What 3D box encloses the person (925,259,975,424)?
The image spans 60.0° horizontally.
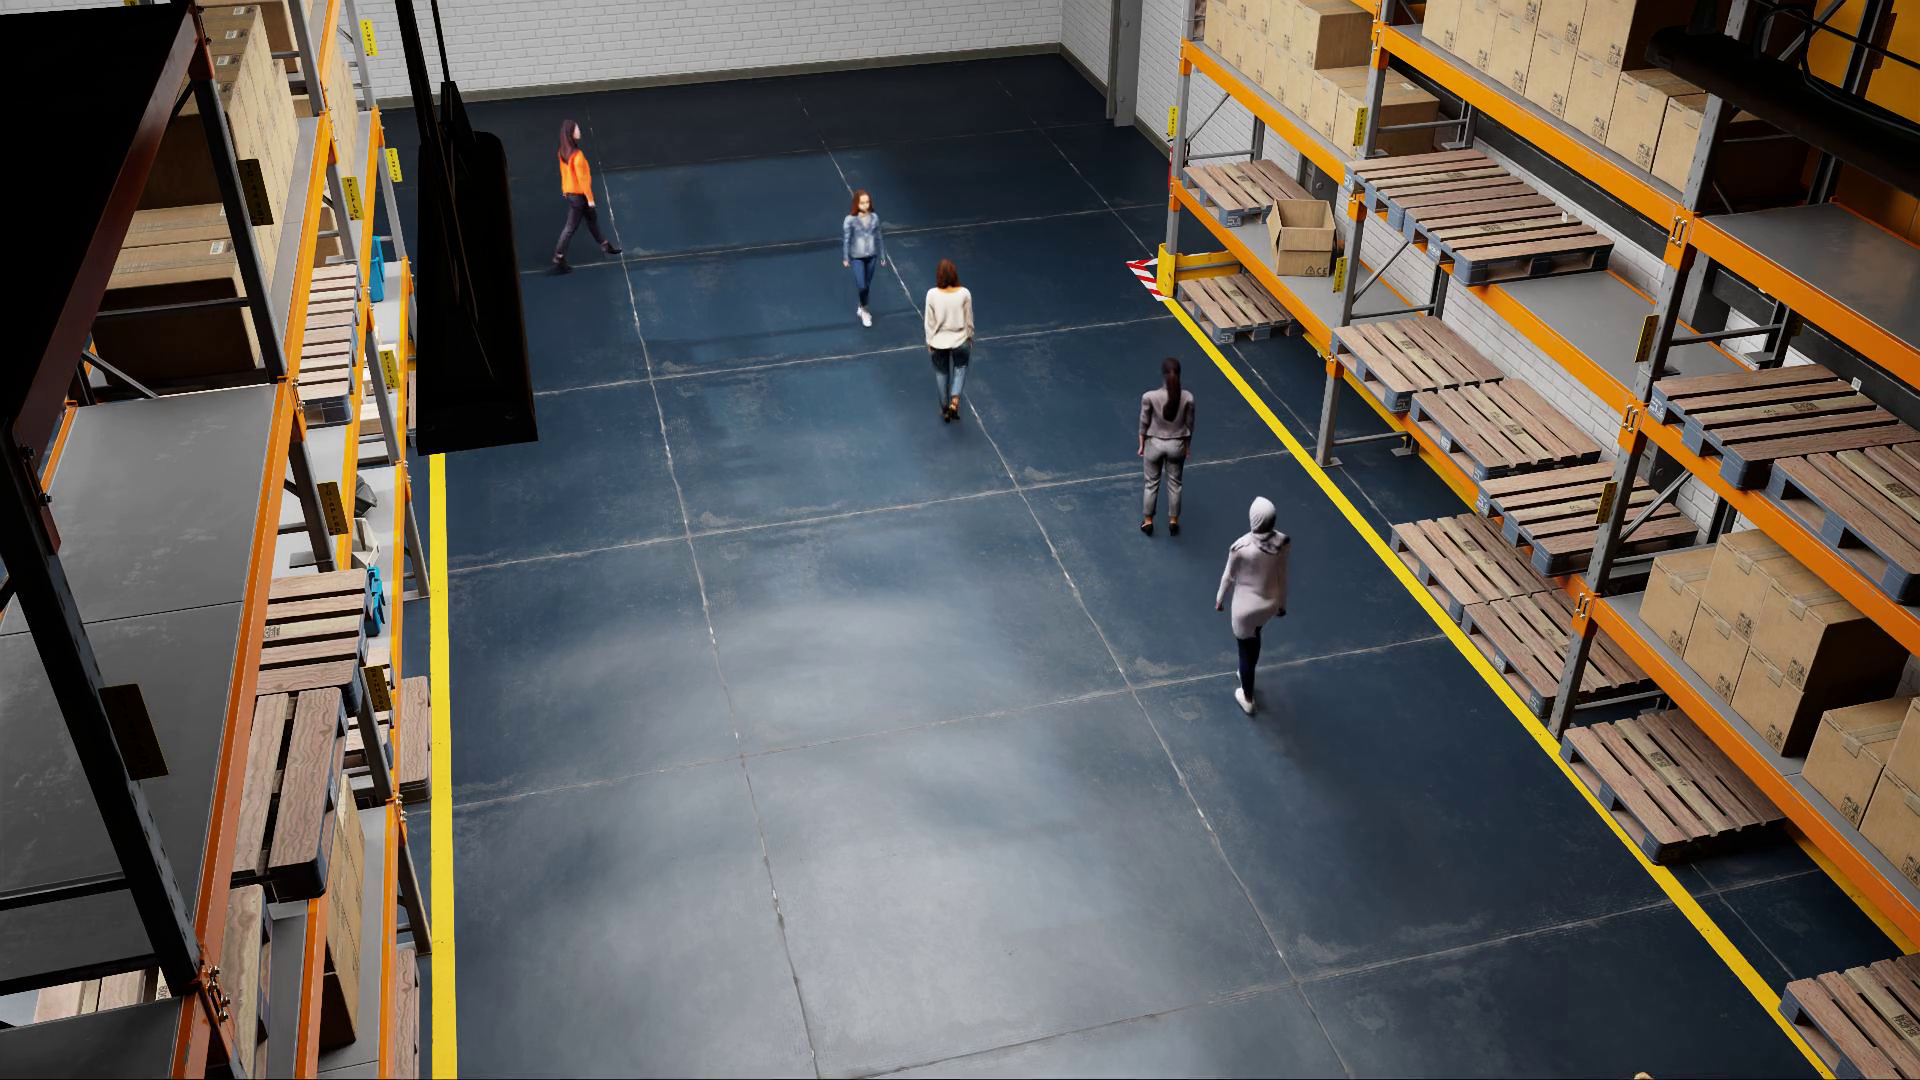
[{"bbox_3d":[-0.106,-1.826,15.684,0.723,1.670,0.769,1,34,2],"label":"person"}]

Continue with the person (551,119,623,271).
[{"bbox_3d":[-4.381,-3.828,18.668,0.912,1.700,1.128,-19,38,-26],"label":"person"}]

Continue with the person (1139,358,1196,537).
[{"bbox_3d":[1.736,-0.772,14.088,0.680,1.680,0.673,1,34,1],"label":"person"}]

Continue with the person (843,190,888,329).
[{"bbox_3d":[-1.057,-3.041,17.695,0.662,1.467,0.709,-18,37,-25],"label":"person"}]

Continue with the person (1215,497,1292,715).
[{"bbox_3d":[2.163,0.527,12.059,0.646,1.764,0.705,-7,34,-11],"label":"person"}]
